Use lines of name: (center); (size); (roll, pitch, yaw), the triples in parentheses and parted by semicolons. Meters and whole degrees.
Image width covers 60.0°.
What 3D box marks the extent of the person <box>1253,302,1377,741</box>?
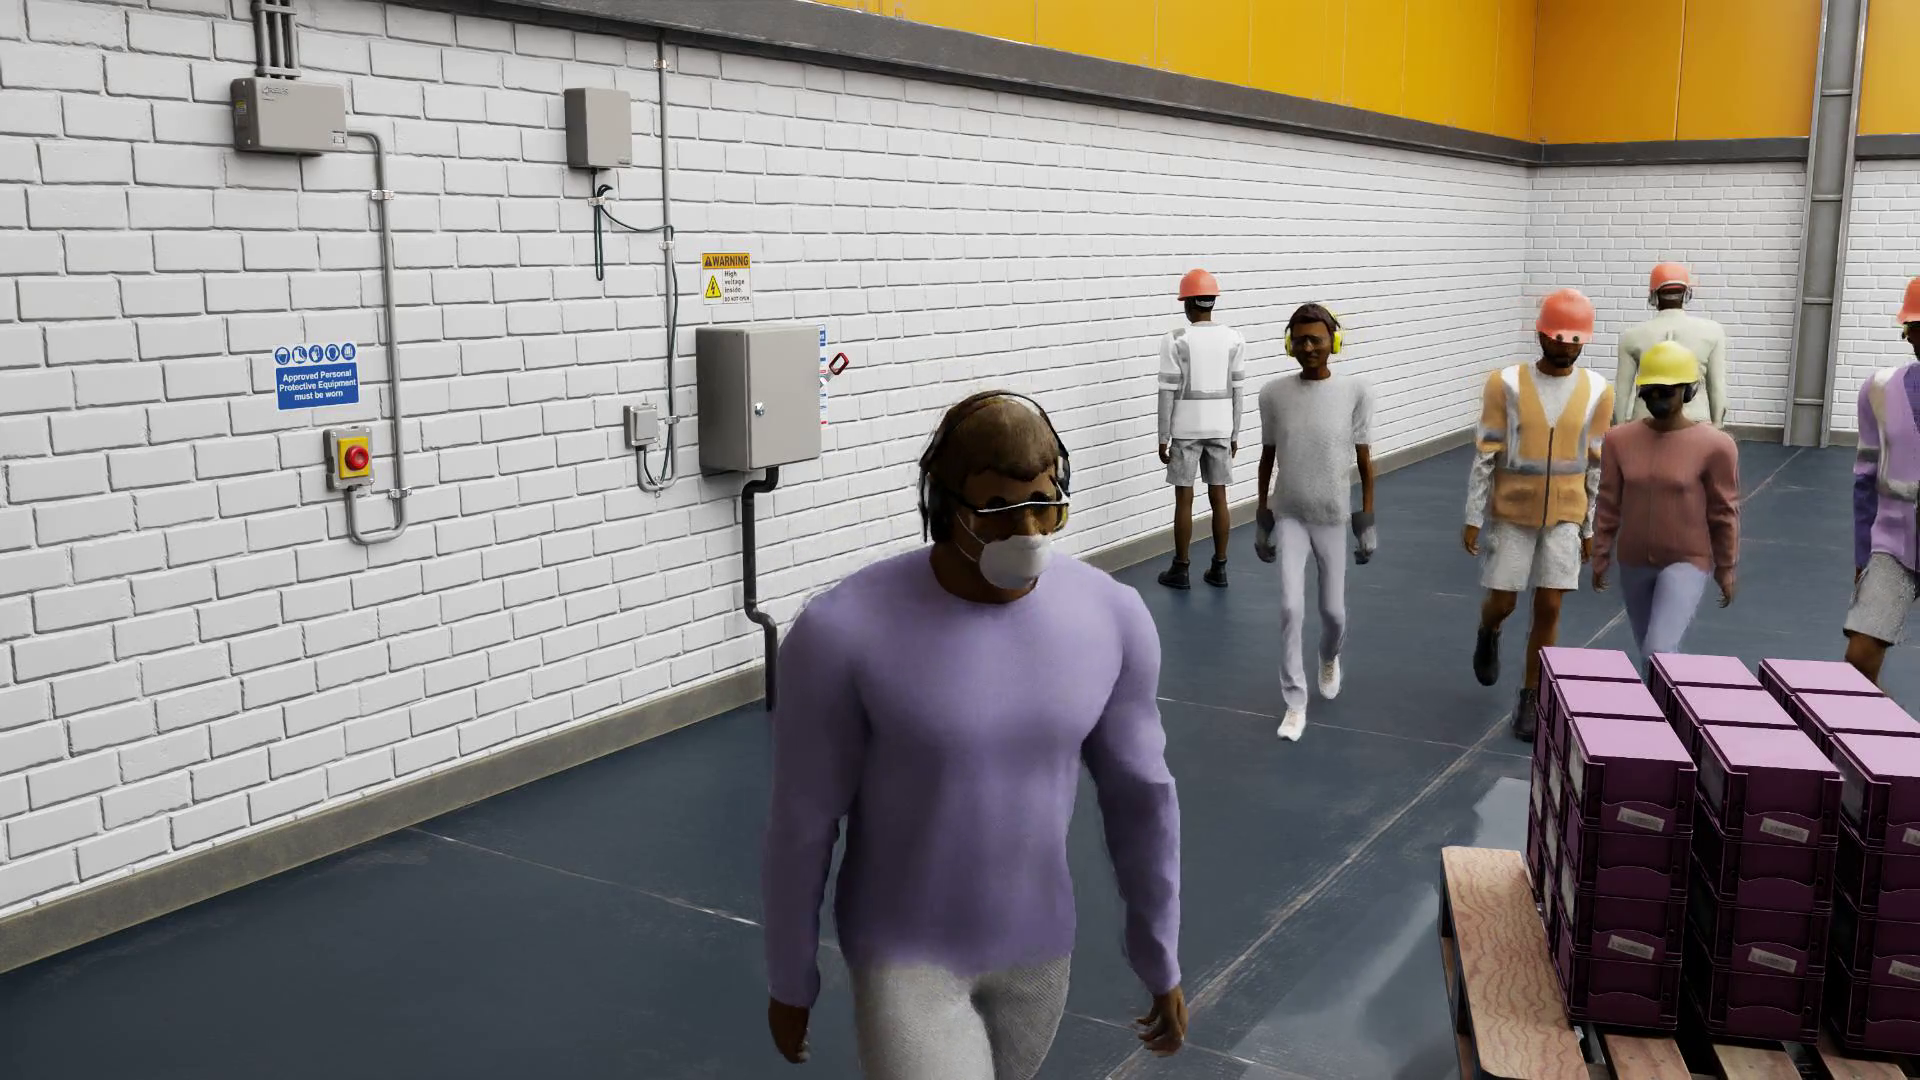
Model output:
person: (1.538, -0.104, 7.187); (0.530, 1.848, 0.721); (3, 11, 18)

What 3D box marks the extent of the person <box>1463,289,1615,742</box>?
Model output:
person: (2.448, -0.125, 7.146); (0.602, 1.900, 0.718); (1, 10, 6)

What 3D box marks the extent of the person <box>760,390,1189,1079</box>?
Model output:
person: (0.054, 0.696, 2.669); (0.684, 1.869, 1.068); (-5, 11, -25)

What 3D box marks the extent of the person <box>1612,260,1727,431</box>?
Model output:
person: (4.287, -0.695, 10.083); (0.657, 1.977, 0.710); (4, 11, 23)

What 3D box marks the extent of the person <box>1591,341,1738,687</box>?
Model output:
person: (2.807, 0.067, 6.581); (0.883, 1.727, 0.532); (-10, 14, -44)

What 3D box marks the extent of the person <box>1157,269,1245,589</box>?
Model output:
person: (1.436, -0.664, 10.065); (0.546, 1.929, 0.388); (-2, 10, -12)

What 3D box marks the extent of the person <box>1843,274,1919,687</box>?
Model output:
person: (3.330, 0.070, 5.767); (0.781, 2.014, 0.620); (-8, 13, -38)
